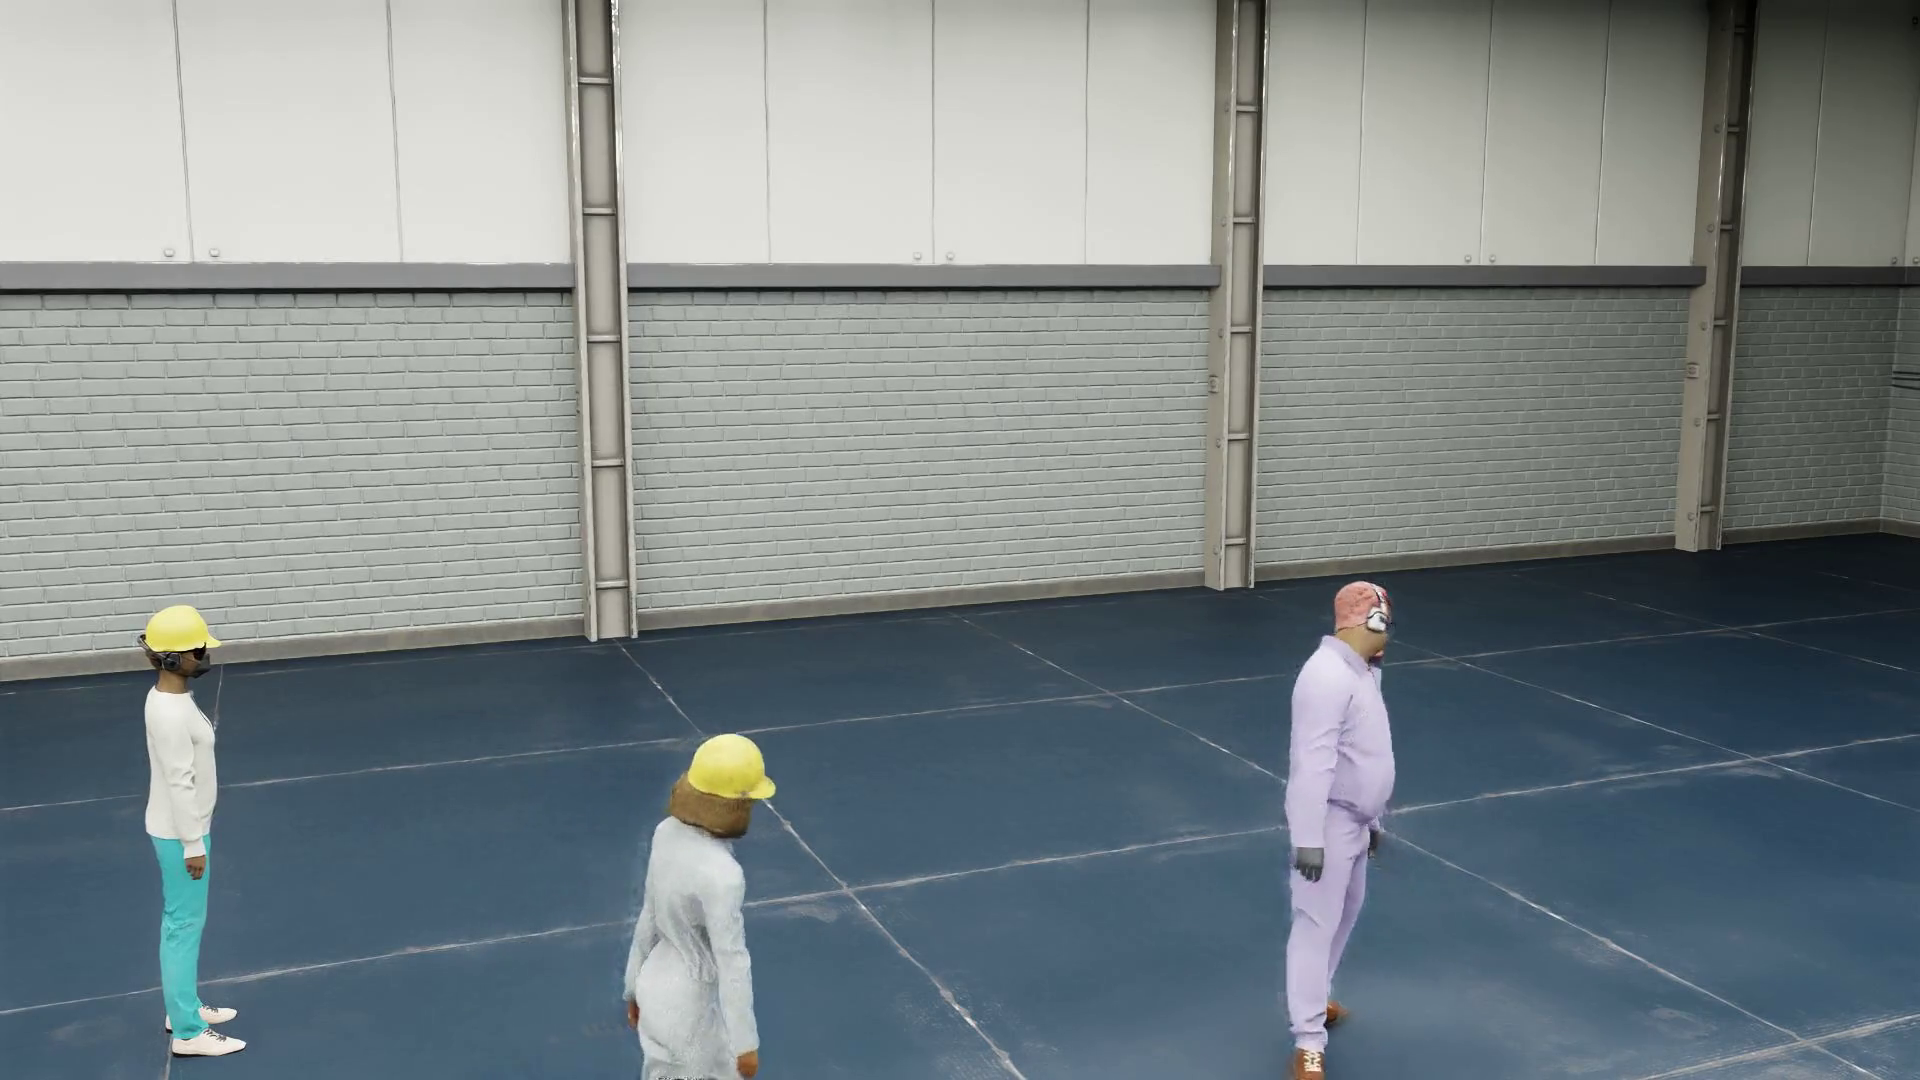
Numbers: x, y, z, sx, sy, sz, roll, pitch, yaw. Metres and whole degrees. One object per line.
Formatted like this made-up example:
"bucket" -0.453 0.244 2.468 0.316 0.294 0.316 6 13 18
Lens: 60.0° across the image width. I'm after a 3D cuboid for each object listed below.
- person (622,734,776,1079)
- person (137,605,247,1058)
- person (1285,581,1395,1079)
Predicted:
"person" -0.780 1.404 4.967 0.686 1.692 0.486 -5 10 -27
"person" -3.010 1.126 6.504 0.310 1.768 0.533 -5 10 -28
"person" 1.443 1.104 6.345 0.396 1.872 0.750 4 10 24
